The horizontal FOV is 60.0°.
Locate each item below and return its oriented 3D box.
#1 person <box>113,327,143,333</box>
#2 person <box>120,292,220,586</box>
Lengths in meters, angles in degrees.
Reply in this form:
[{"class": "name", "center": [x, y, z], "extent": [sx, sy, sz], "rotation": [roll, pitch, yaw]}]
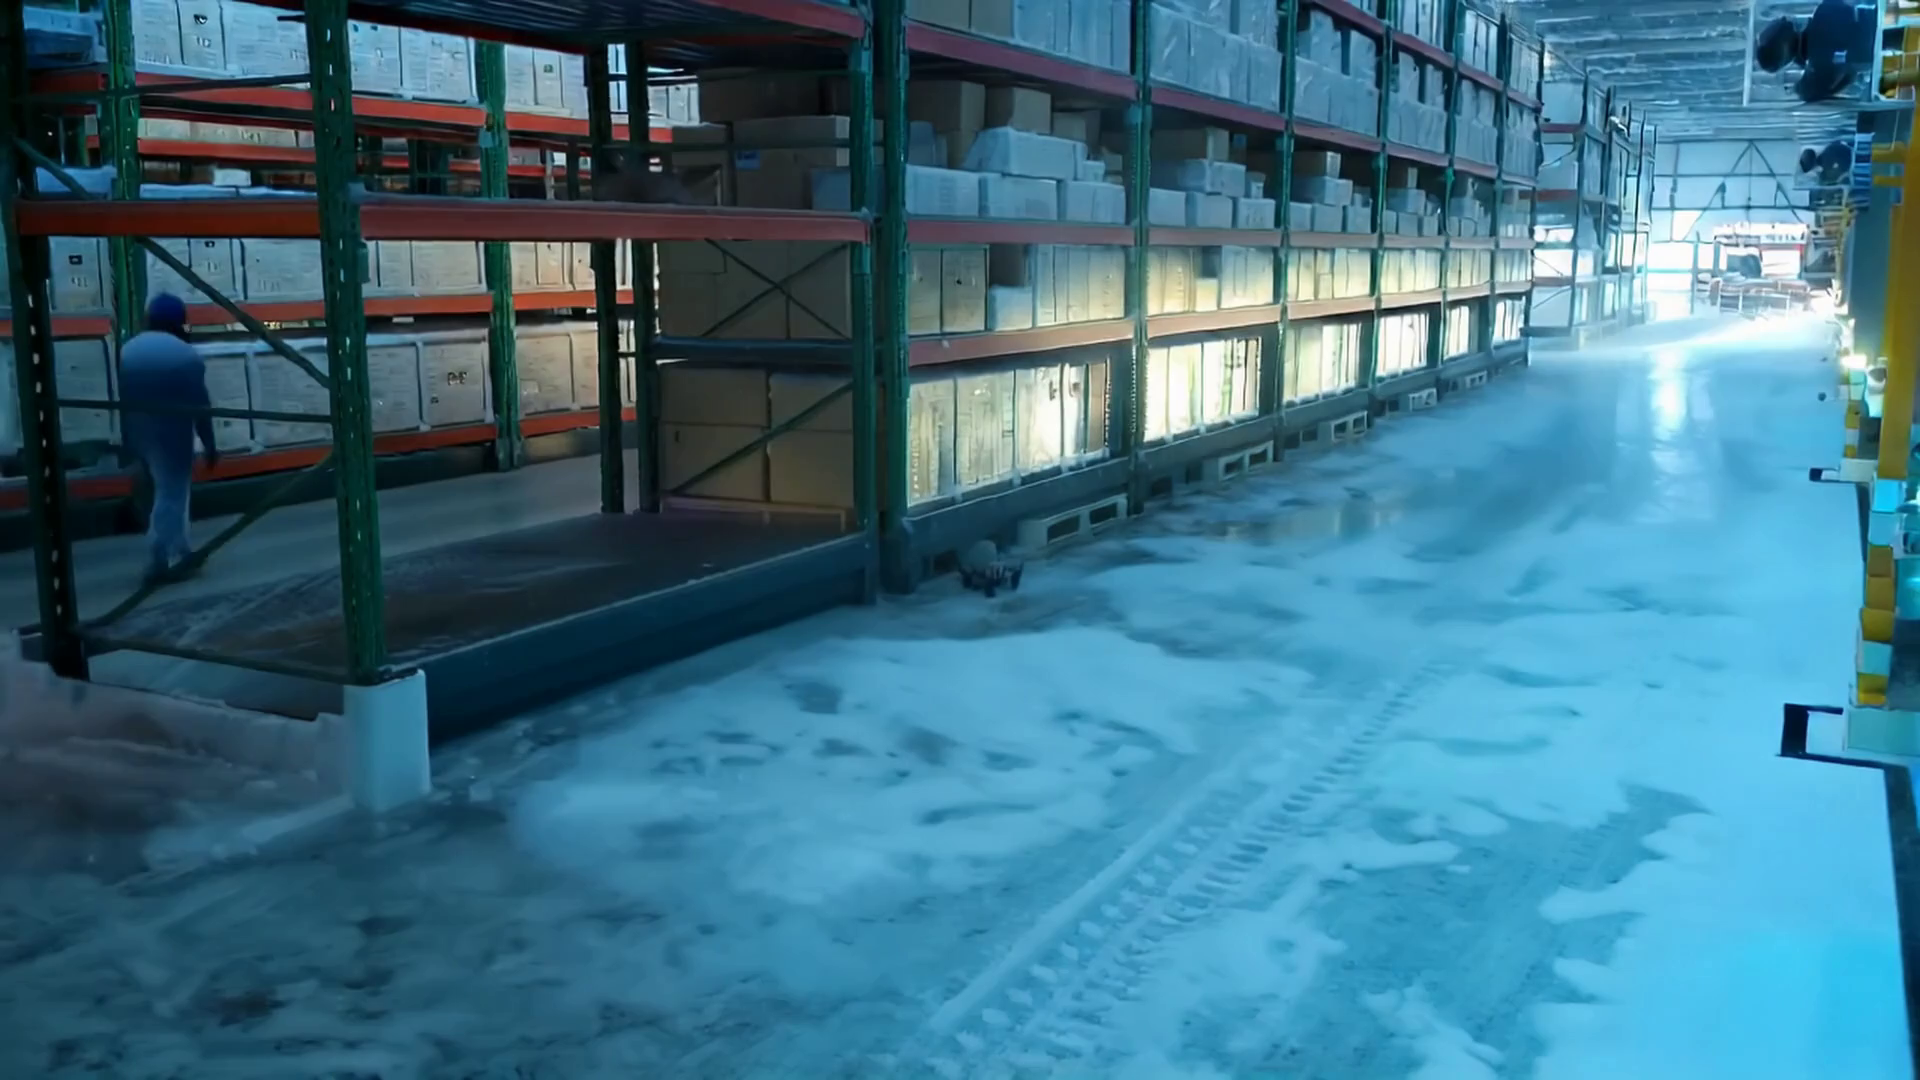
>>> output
[{"class": "person", "center": [-8.129, -1.534, 16.493], "extent": [0.572, 1.747, 0.342], "rotation": [-2, 10, -10]}, {"class": "person", "center": [-5.155, -0.671, 11.008], "extent": [0.652, 1.912, 0.765], "rotation": [4, 11, 24]}]
